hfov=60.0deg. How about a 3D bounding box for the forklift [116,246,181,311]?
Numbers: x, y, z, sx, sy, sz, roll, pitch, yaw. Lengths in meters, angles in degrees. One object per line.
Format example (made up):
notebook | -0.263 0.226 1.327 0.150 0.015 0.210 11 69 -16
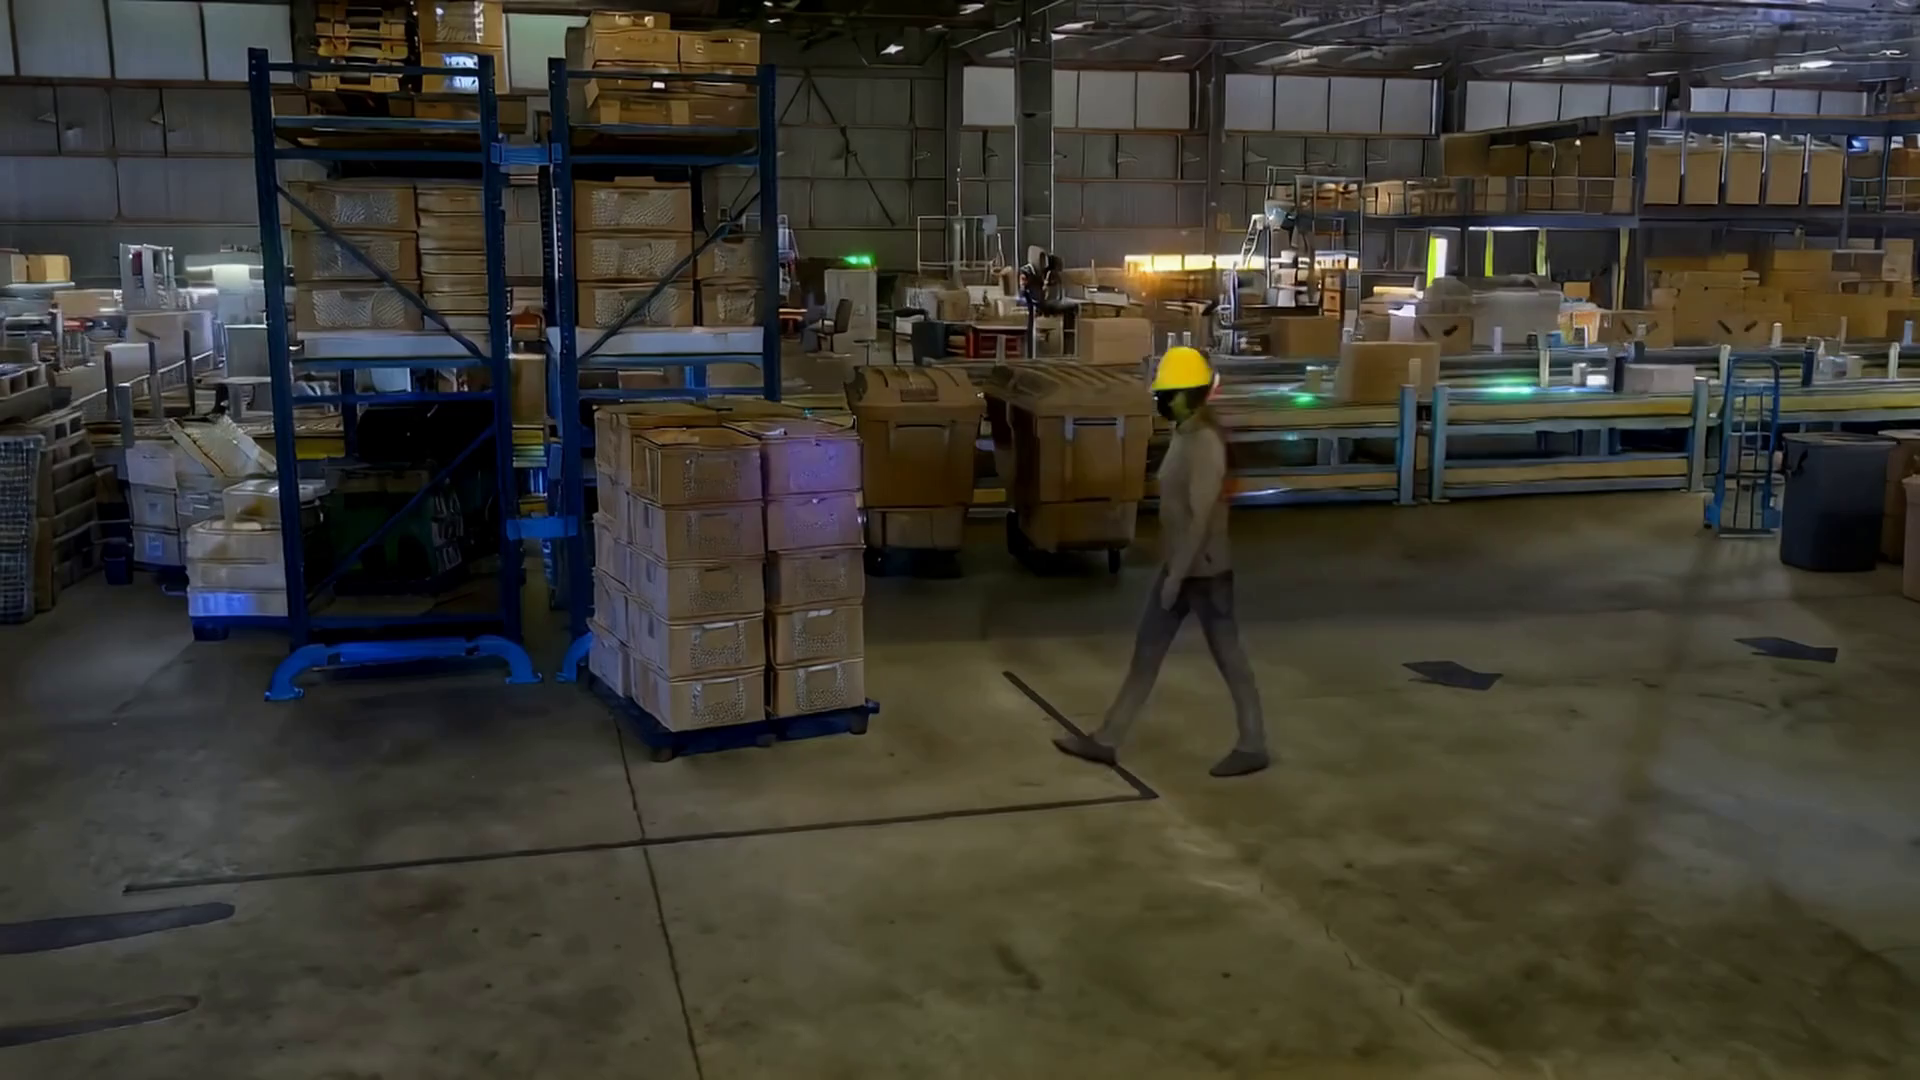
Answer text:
forklift | -19.966 -6.232 40.894 1.157 1.987 2.680 -3 10 -15

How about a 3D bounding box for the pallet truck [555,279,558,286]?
pallet truck | -10.604 -6.375 44.520 0.653 1.274 1.630 -3 10 -15

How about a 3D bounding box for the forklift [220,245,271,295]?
forklift | -17.749 -6.334 41.440 1.157 1.987 2.680 -3 10 -17

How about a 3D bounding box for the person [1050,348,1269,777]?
person | 0.842 0.111 6.580 0.905 1.719 0.538 -2 10 -11
